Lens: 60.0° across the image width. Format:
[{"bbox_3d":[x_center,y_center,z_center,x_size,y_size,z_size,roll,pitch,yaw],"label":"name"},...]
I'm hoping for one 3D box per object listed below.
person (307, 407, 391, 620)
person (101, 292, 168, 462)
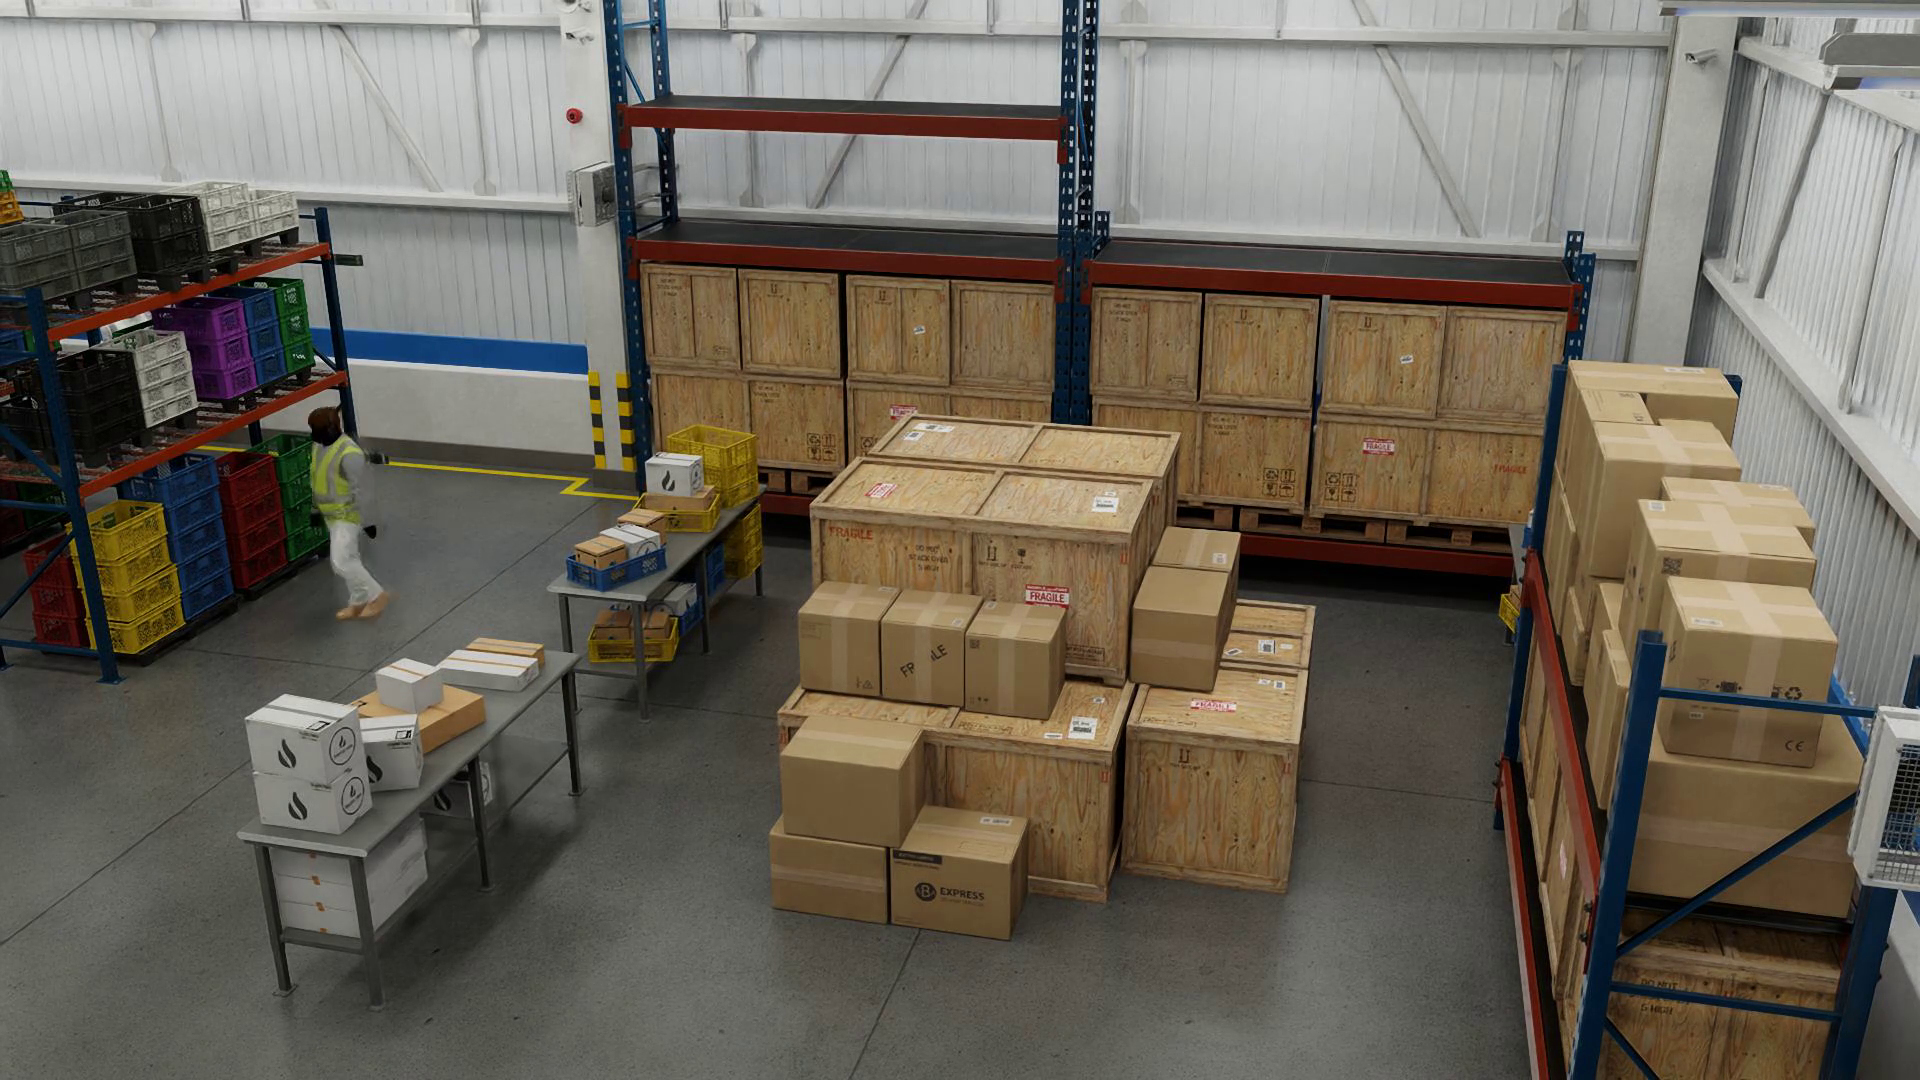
[{"bbox_3d":[-4.962,-0.202,13.377,0.443,1.825,0.647,-17,27,-38],"label":"person"},{"bbox_3d":[-8.495,-1.701,17.214,0.344,1.882,0.584,18,27,39],"label":"person"}]
